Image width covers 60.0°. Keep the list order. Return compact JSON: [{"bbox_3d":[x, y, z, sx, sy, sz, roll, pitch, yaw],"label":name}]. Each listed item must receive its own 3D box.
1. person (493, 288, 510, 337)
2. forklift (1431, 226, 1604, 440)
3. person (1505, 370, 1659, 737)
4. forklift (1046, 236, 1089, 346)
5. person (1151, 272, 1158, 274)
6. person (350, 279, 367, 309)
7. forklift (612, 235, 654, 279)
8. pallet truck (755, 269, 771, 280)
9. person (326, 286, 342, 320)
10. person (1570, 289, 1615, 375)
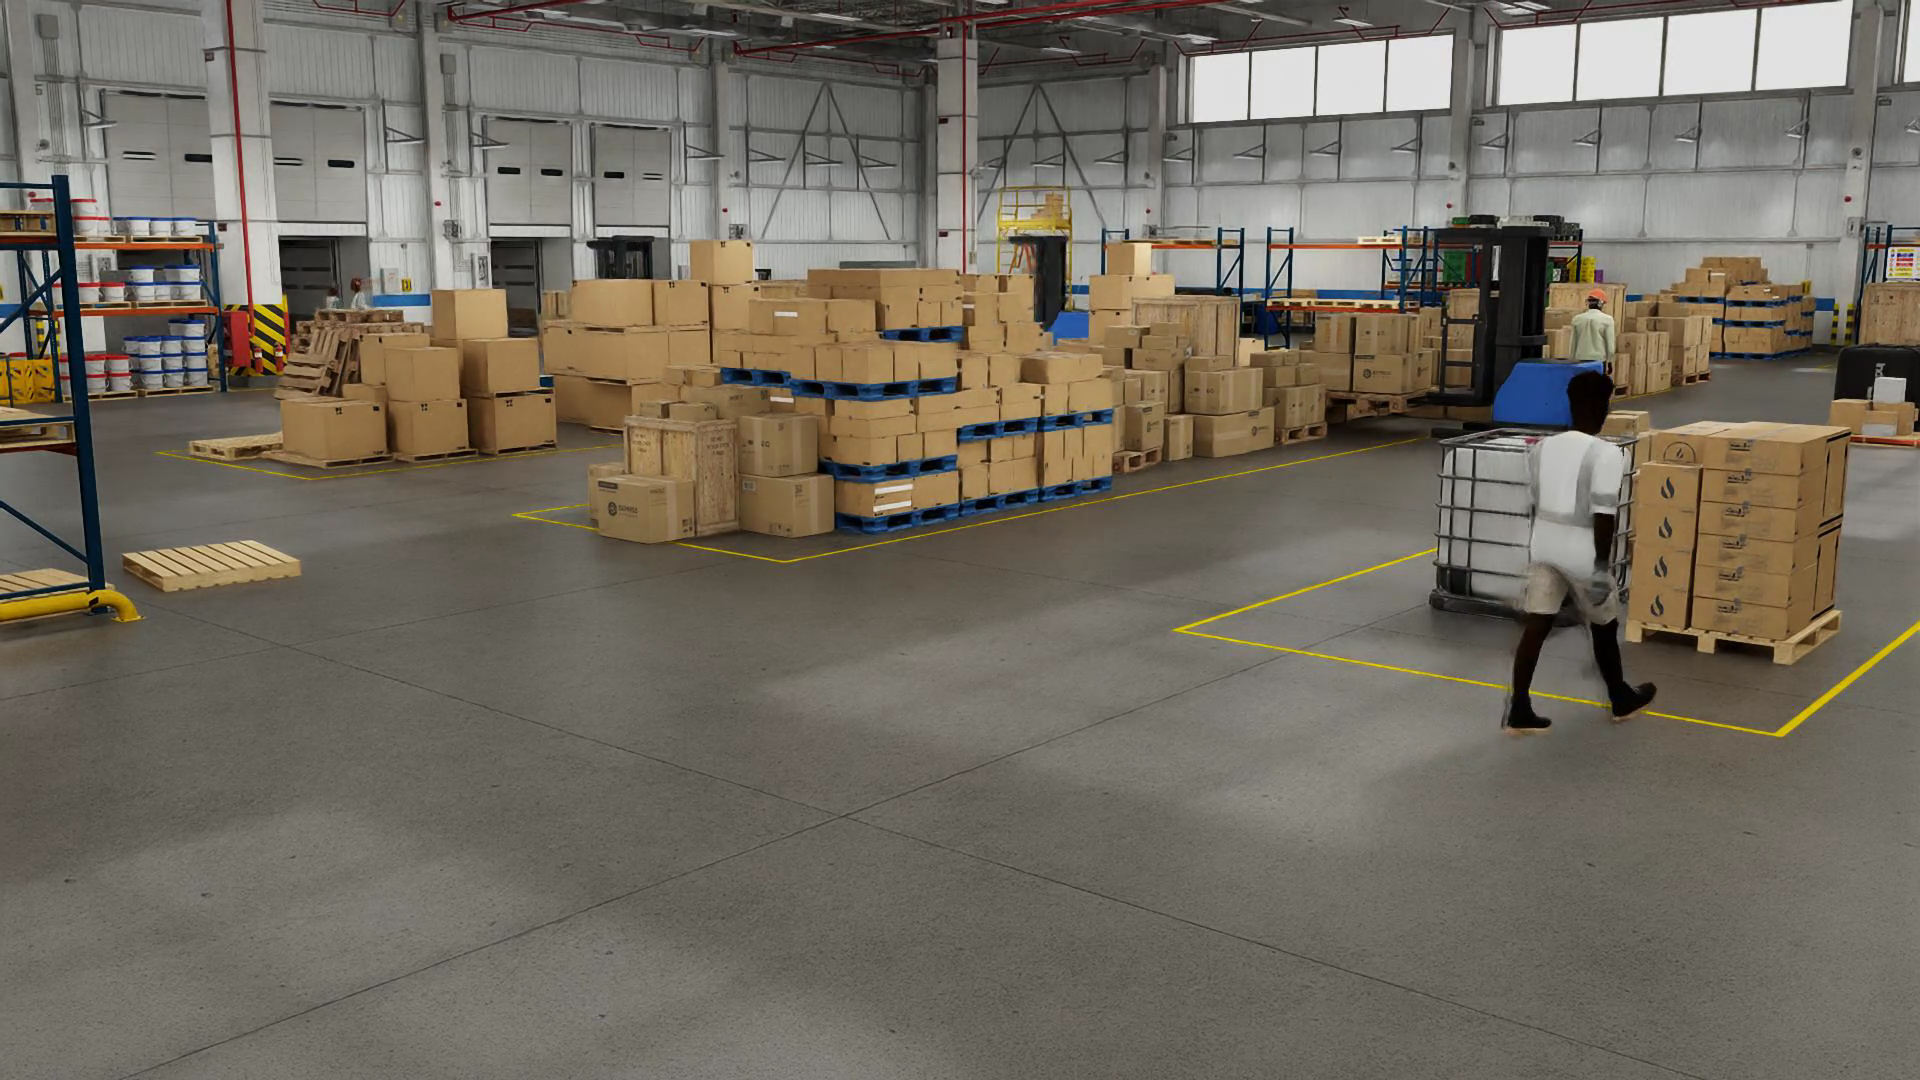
[{"bbox_3d":[-7.131,-2.915,25.667,0.627,1.940,0.371,9,13,40],"label":"person"},{"bbox_3d":[7.339,-2.688,21.696,1.873,2.768,1.129,8,13,40],"label":"forklift"},{"bbox_3d":[3.274,0.068,8.744,1.006,1.908,0.636,-5,11,-28],"label":"person"},{"bbox_3d":[2.248,-5.629,38.438,1.873,2.768,1.129,2,10,13],"label":"forklift"},{"bbox_3d":[5.446,-6.675,47.256,1.008,1.880,0.566,3,10,17],"label":"person"},{"bbox_3d":[-13.387,-4.850,36.891,0.780,1.856,0.572,-6,12,-33],"label":"person"},{"bbox_3d":[-7.300,-5.450,37.421,1.873,2.768,1.129,8,13,40],"label":"forklift"},{"bbox_3d":[-4.996,-6.432,45.525,1.885,1.965,0.823,-6,12,-32],"label":"pallet truck"},{"bbox_3d":[-15.243,-5.382,40.604,0.536,1.624,0.375,7,12,34],"label":"person"},{"bbox_3d":[8.782,-2.487,23.100,0.608,1.985,0.395,9,13,40],"label":"person"}]
